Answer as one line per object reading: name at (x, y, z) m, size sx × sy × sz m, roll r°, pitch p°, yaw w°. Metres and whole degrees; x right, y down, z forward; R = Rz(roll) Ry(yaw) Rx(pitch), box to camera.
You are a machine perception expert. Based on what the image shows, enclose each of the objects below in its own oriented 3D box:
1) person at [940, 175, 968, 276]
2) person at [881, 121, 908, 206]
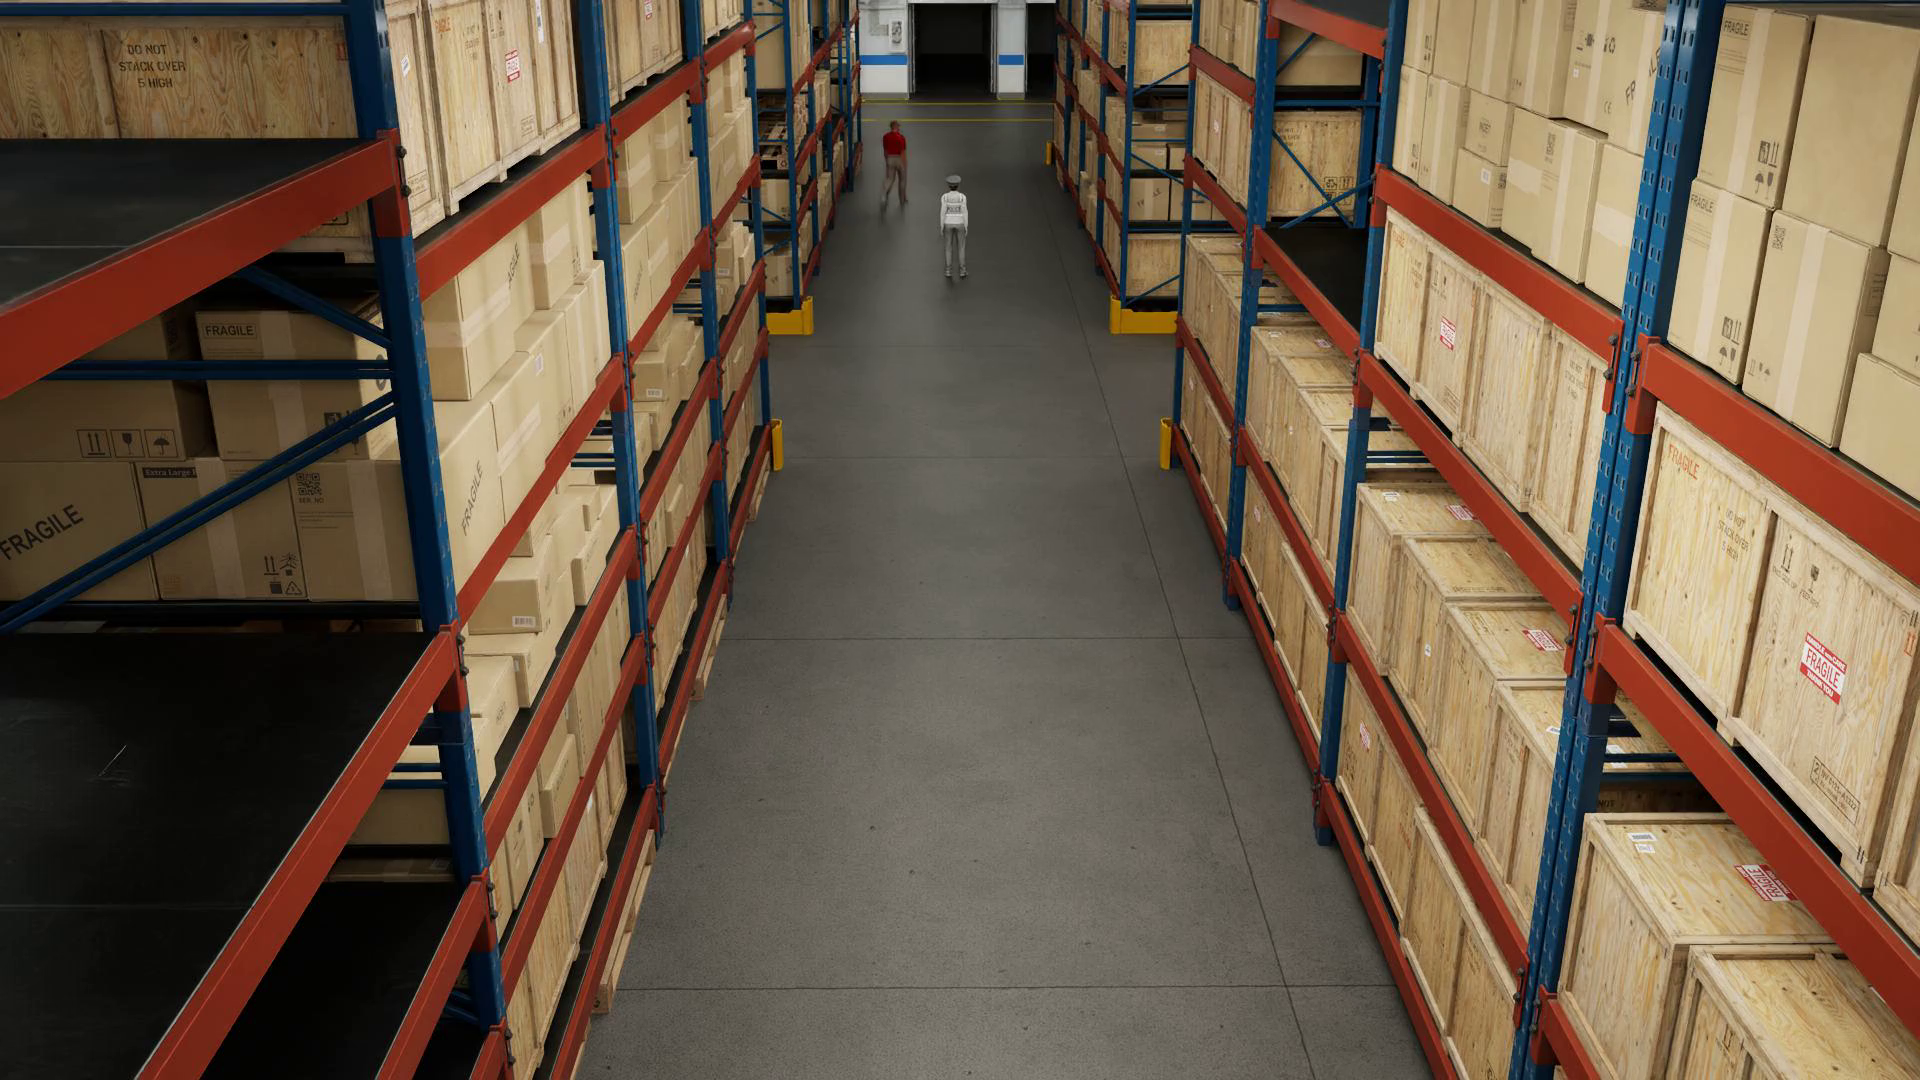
person at (-0.097, -5.297, 28.052) m, size 0.466 × 1.691 × 0.334 m, roll 0°, pitch 22°, yaw 1°
person at (-1.334, -7.766, 34.260) m, size 0.522 × 1.711 × 0.817 m, roll 7°, pitch 23°, yaw 17°
